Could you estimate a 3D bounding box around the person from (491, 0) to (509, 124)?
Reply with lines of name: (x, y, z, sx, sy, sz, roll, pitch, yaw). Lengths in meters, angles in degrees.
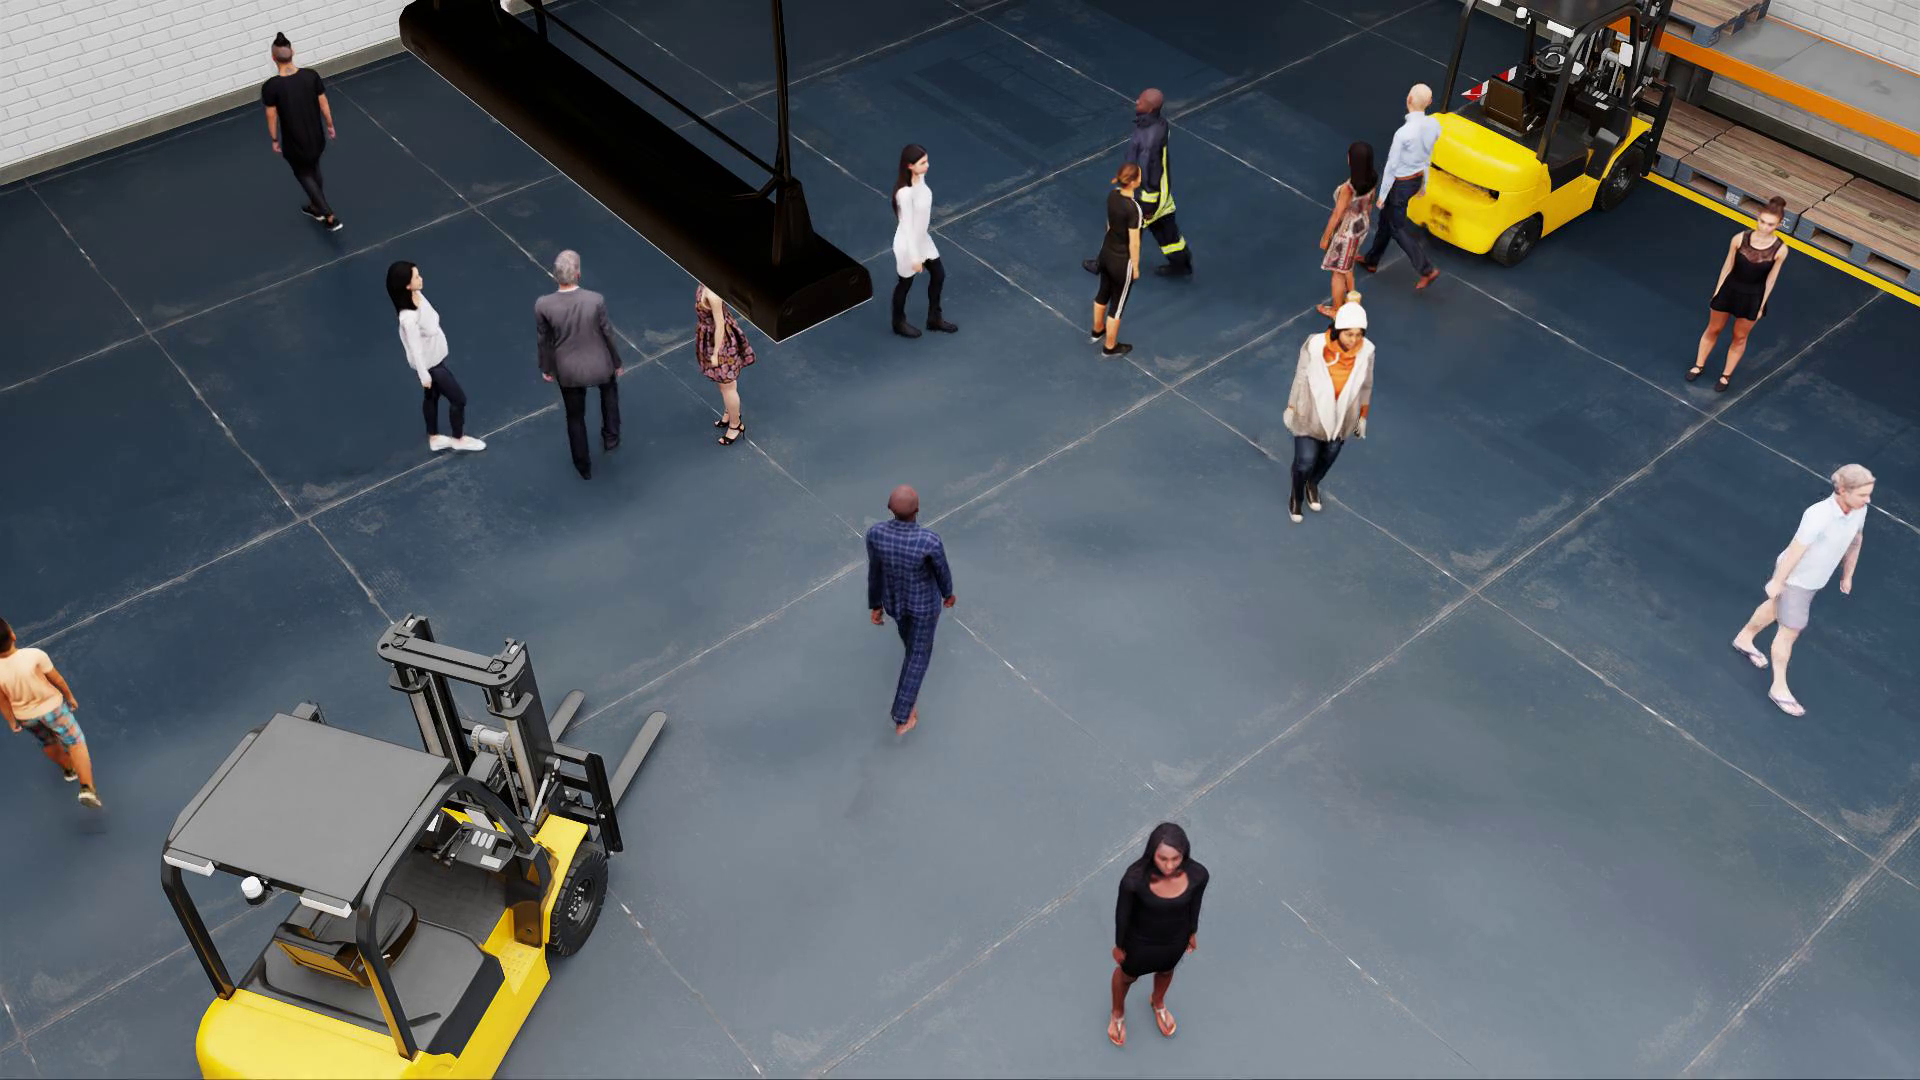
person: (-4.562, -4.960, 16.063, 0.999, 1.651, 1.195, -6, 44, -6)

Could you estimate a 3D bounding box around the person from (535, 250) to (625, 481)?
person: (-2.705, -1.219, 12.018, 0.939, 1.814, 0.976, -9, 44, -10)

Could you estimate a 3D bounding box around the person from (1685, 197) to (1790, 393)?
person: (6.037, -1.894, 12.827, 0.594, 1.676, 0.711, 23, 48, 22)

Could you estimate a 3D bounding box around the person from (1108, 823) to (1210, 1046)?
person: (1.020, 2.049, 8.657, 0.680, 1.720, 0.670, -7, 44, -7)

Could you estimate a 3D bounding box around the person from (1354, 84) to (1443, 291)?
person: (3.742, -2.866, 13.795, 0.664, 1.748, 1.107, -31, 52, -28)

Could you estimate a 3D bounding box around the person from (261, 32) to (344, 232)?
person: (-5.663, -3.474, 14.374, 0.761, 1.830, 0.909, -34, 53, -30)

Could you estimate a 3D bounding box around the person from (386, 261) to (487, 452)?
person: (-3.993, -1.308, 12.201, 0.816, 1.692, 0.726, -10, 45, -10)

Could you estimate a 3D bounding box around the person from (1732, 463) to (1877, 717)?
person: (5.281, 0.165, 10.572, 0.795, 1.805, 1.012, -21, 47, -20)

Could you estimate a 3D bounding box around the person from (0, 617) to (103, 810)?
person: (-5.474, 1.047, 9.909, 0.647, 1.443, 0.937, -20, 47, -20)

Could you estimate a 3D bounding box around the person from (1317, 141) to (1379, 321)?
person: (3.203, -2.445, 13.436, 0.717, 1.635, 0.676, 33, 52, 30)

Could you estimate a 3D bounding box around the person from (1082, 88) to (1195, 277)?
person: (1.648, -2.926, 13.829, 1.309, 1.789, 1.136, 12, 45, 12)

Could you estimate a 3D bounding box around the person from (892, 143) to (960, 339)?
person: (-0.459, -2.374, 13.250, 0.917, 1.789, 0.835, 14, 45, 14)

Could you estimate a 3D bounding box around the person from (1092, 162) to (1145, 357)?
person: (1.252, -2.241, 13.202, 0.709, 1.662, 0.568, -16, 46, -17)

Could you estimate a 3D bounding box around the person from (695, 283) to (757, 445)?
person: (-1.795, -1.464, 12.305, 0.850, 1.774, 0.766, -7, 44, -8)

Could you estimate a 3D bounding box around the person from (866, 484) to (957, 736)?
person: (-0.316, 0.438, 10.306, 1.210, 1.777, 1.102, 14, 45, 14)

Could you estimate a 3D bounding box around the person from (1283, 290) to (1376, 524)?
person: (2.571, -0.996, 11.742, 0.855, 1.873, 0.886, -3, 44, -3)
